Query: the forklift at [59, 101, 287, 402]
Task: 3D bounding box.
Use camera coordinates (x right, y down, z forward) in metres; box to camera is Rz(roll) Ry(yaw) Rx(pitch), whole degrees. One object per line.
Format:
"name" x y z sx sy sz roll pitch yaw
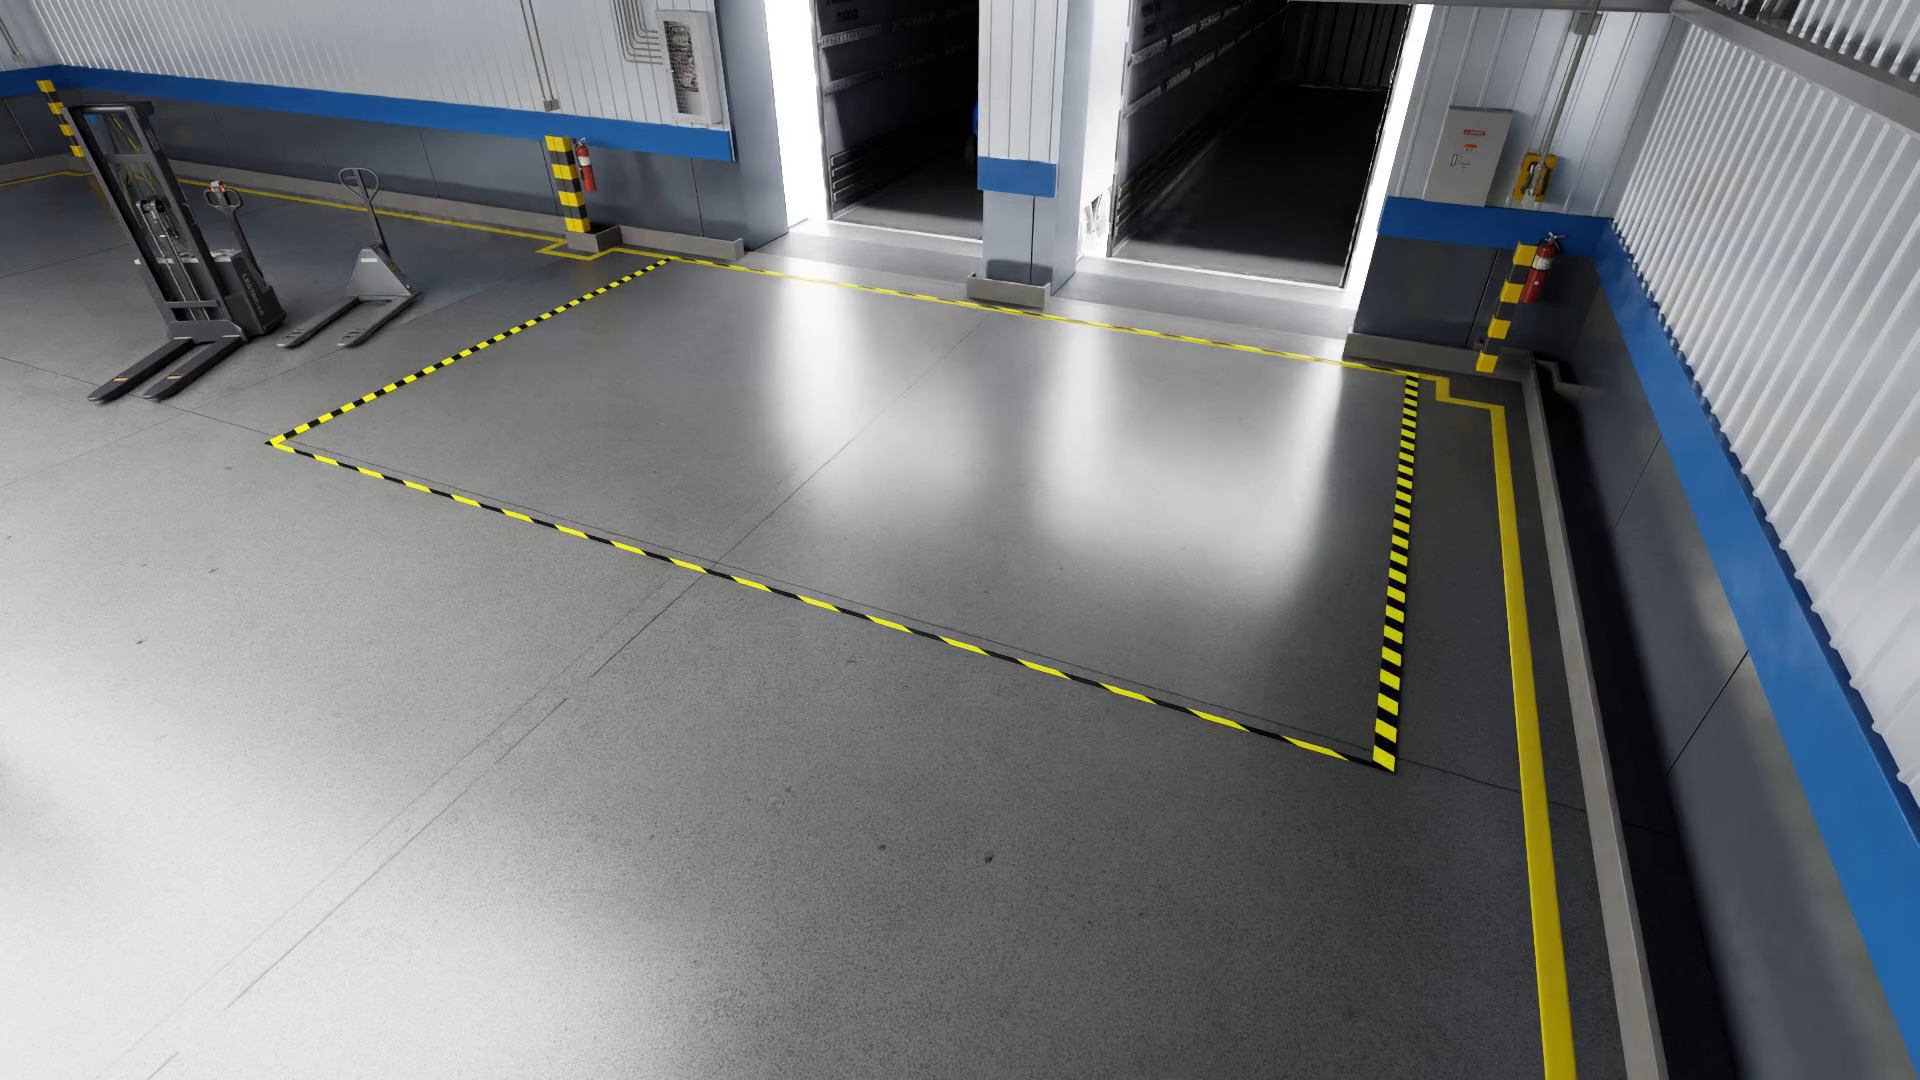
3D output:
"forklift" -6.686 -2.387 7.434 0.823 1.965 1.885 -3 35 -5

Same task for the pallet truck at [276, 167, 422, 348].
"pallet truck" -5.732 -2.611 8.414 0.680 1.201 1.601 -1 35 -1

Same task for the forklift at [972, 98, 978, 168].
"forklift" 1.147 -6.631 13.192 1.157 2.036 2.680 16 38 21
